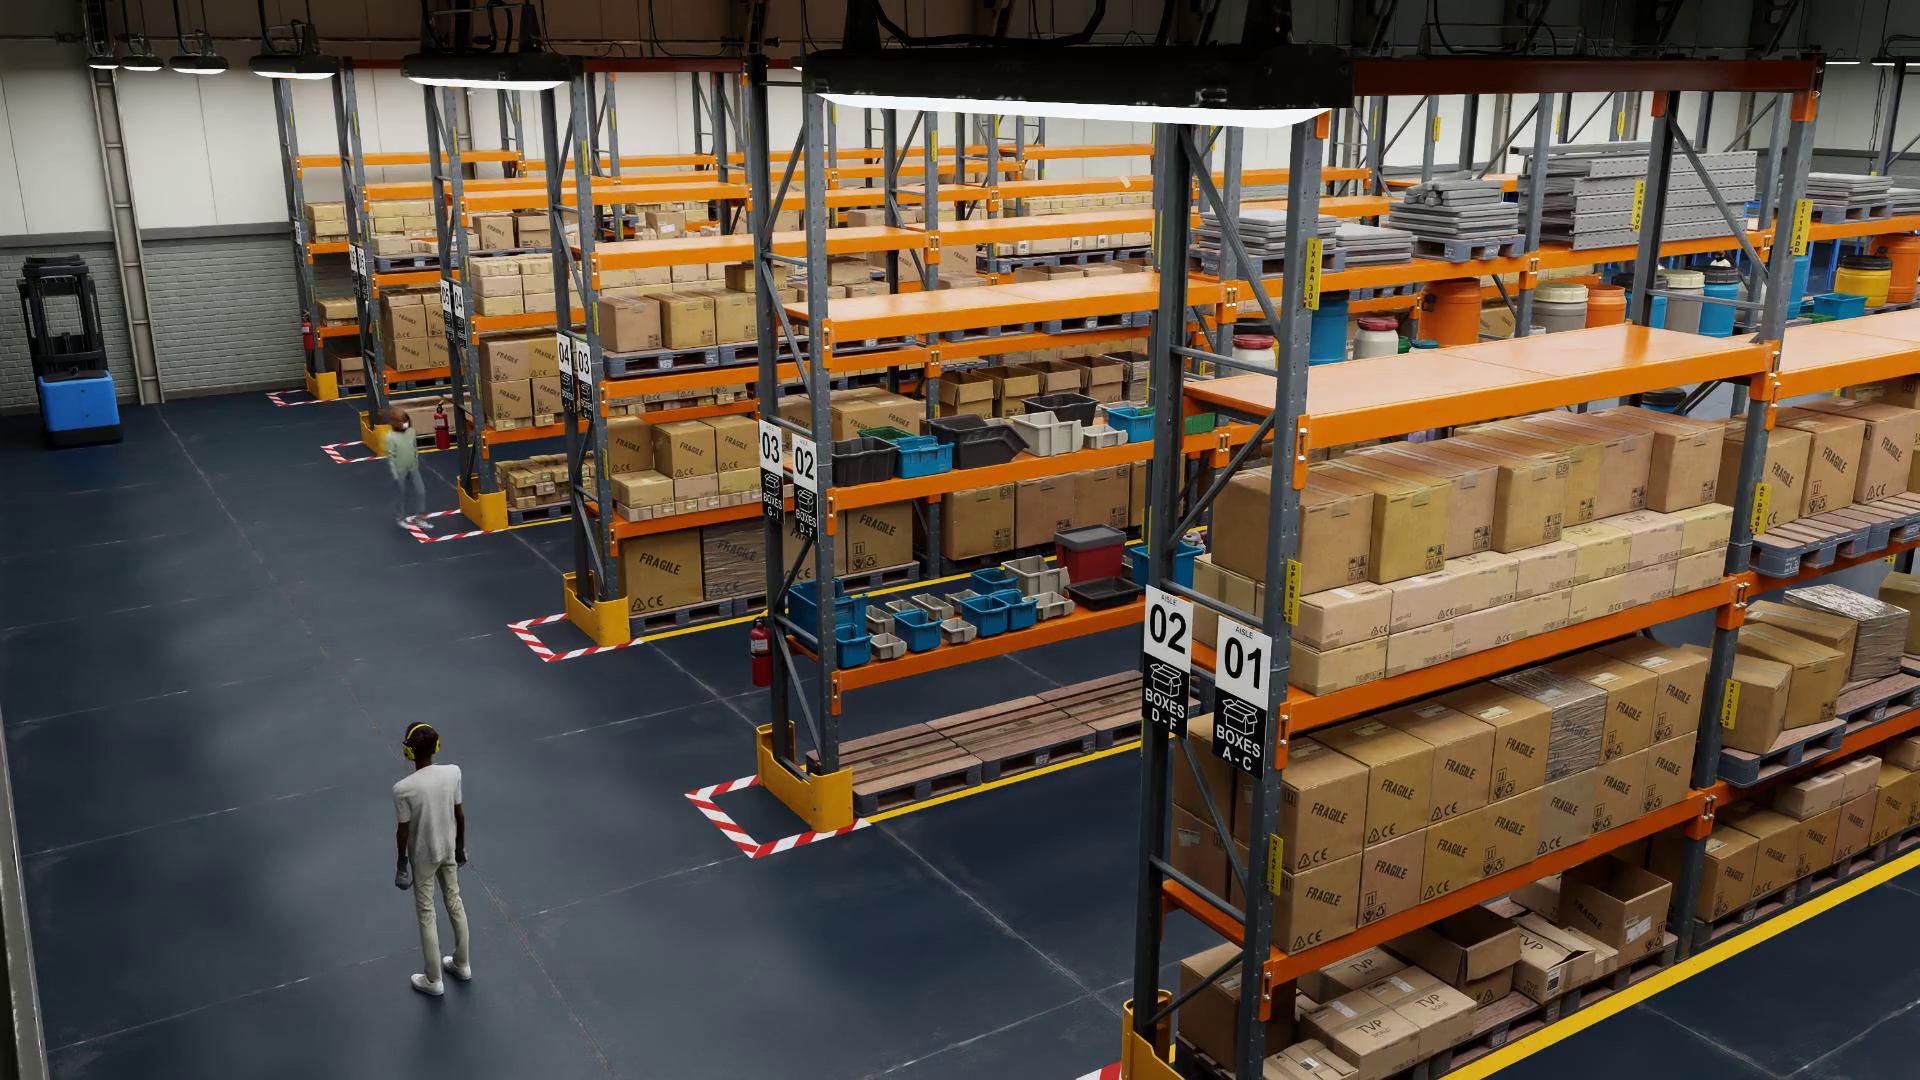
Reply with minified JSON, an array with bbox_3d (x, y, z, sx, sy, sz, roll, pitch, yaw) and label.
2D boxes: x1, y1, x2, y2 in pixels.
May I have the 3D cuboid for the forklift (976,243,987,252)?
[{"bbox_3d":[0.988,-5.474,34.718,1.214,2.155,2.313,-10,20,-31],"label":"forklift"}]

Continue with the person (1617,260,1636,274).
[{"bbox_3d":[17.608,-7.400,41.617,0.522,1.823,0.831,10,19,29],"label":"person"}]

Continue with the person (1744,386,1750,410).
[{"bbox_3d":[13.547,-2.814,26.871,0.497,1.634,0.279,6,18,18],"label":"person"}]

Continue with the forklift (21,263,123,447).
[{"bbox_3d":[-14.518,-3.079,25.708,1.129,2.768,1.873,-10,20,-31],"label":"forklift"}]

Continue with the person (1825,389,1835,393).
[{"bbox_3d":[16.430,-3.667,29.293,0.706,1.858,0.593,-5,18,-16],"label":"person"}]

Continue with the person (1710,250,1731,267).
[{"bbox_3d":[17.312,-5.759,36.178,0.429,1.842,0.633,-2,17,-8],"label":"person"}]

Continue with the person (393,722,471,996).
[{"bbox_3d":[-3.494,2.087,10.427,0.324,1.865,0.517,13,21,37],"label":"person"}]

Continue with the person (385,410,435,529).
[{"bbox_3d":[-7.199,-0.897,20.618,0.699,1.602,0.515,11,20,33],"label":"person"}]

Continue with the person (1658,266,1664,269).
[{"bbox_3d":[15.439,-5.543,35.395,0.544,1.892,1.010,14,22,39],"label":"person"}]

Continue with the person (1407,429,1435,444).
[{"bbox_3d":[5.907,-0.982,20.368,0.376,1.925,0.594,-4,17,-12],"label":"person"}]

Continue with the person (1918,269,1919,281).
[{"bbox_3d":[20.310,-4.999,33.547,0.500,1.922,0.563,6,18,18],"label":"person"}]
